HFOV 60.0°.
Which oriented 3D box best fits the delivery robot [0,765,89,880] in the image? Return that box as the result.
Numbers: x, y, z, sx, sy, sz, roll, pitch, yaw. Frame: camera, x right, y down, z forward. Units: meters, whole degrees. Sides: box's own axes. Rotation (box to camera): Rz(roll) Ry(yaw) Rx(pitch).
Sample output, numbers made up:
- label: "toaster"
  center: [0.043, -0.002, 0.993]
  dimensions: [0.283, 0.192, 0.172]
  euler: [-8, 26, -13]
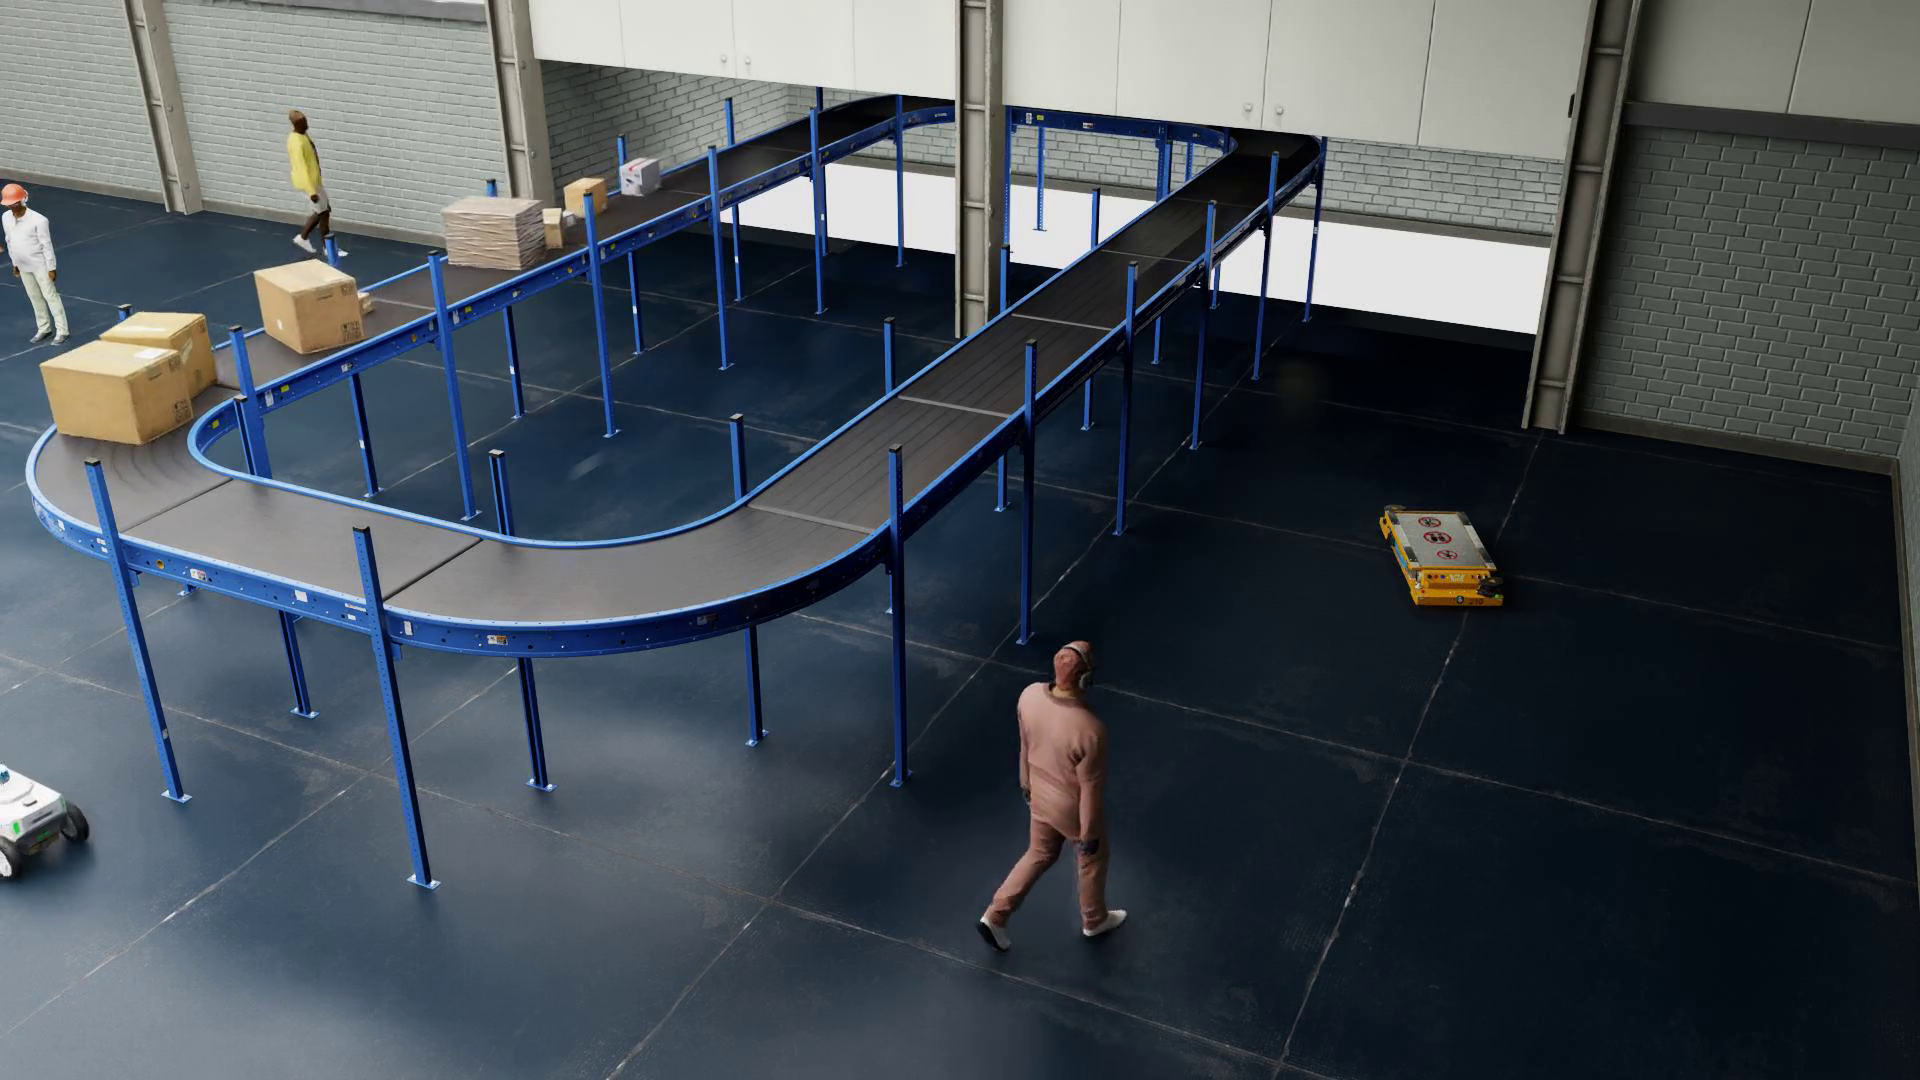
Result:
- label: "delivery robot"
  center: [-5.632, 1.630, 9.890]
  dimensions: [0.807, 0.613, 0.499]
  euler: [15, 30, 27]

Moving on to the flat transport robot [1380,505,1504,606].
- label: "flat transport robot"
  center: [3.817, 0.115, 13.244]
  dimensions: [0.659, 0.231, 1.431]
  euler: [1, 26, 1]

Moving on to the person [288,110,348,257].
- label: "person"
  center: [-8.026, -4.388, 20.533]
  dimensions: [0.601, 1.860, 0.605]
  euler: [-5, 27, -10]

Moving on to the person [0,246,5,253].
- label: "person"
  center: [-12.356, -4.499, 20.667]
  dimensions: [0.372, 1.940, 0.630]
  euler: [22, 34, 37]

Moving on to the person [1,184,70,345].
- label: "person"
  center: [-9.903, -2.943, 17.747]
  dimensions: [0.561, 1.743, 0.347]
  euler: [8, 27, 15]

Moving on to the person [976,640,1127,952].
- label: "person"
  center: [0.518, 1.400, 8.858]
  dimensions: [0.832, 1.880, 0.644]
  euler: [-19, 32, -33]
